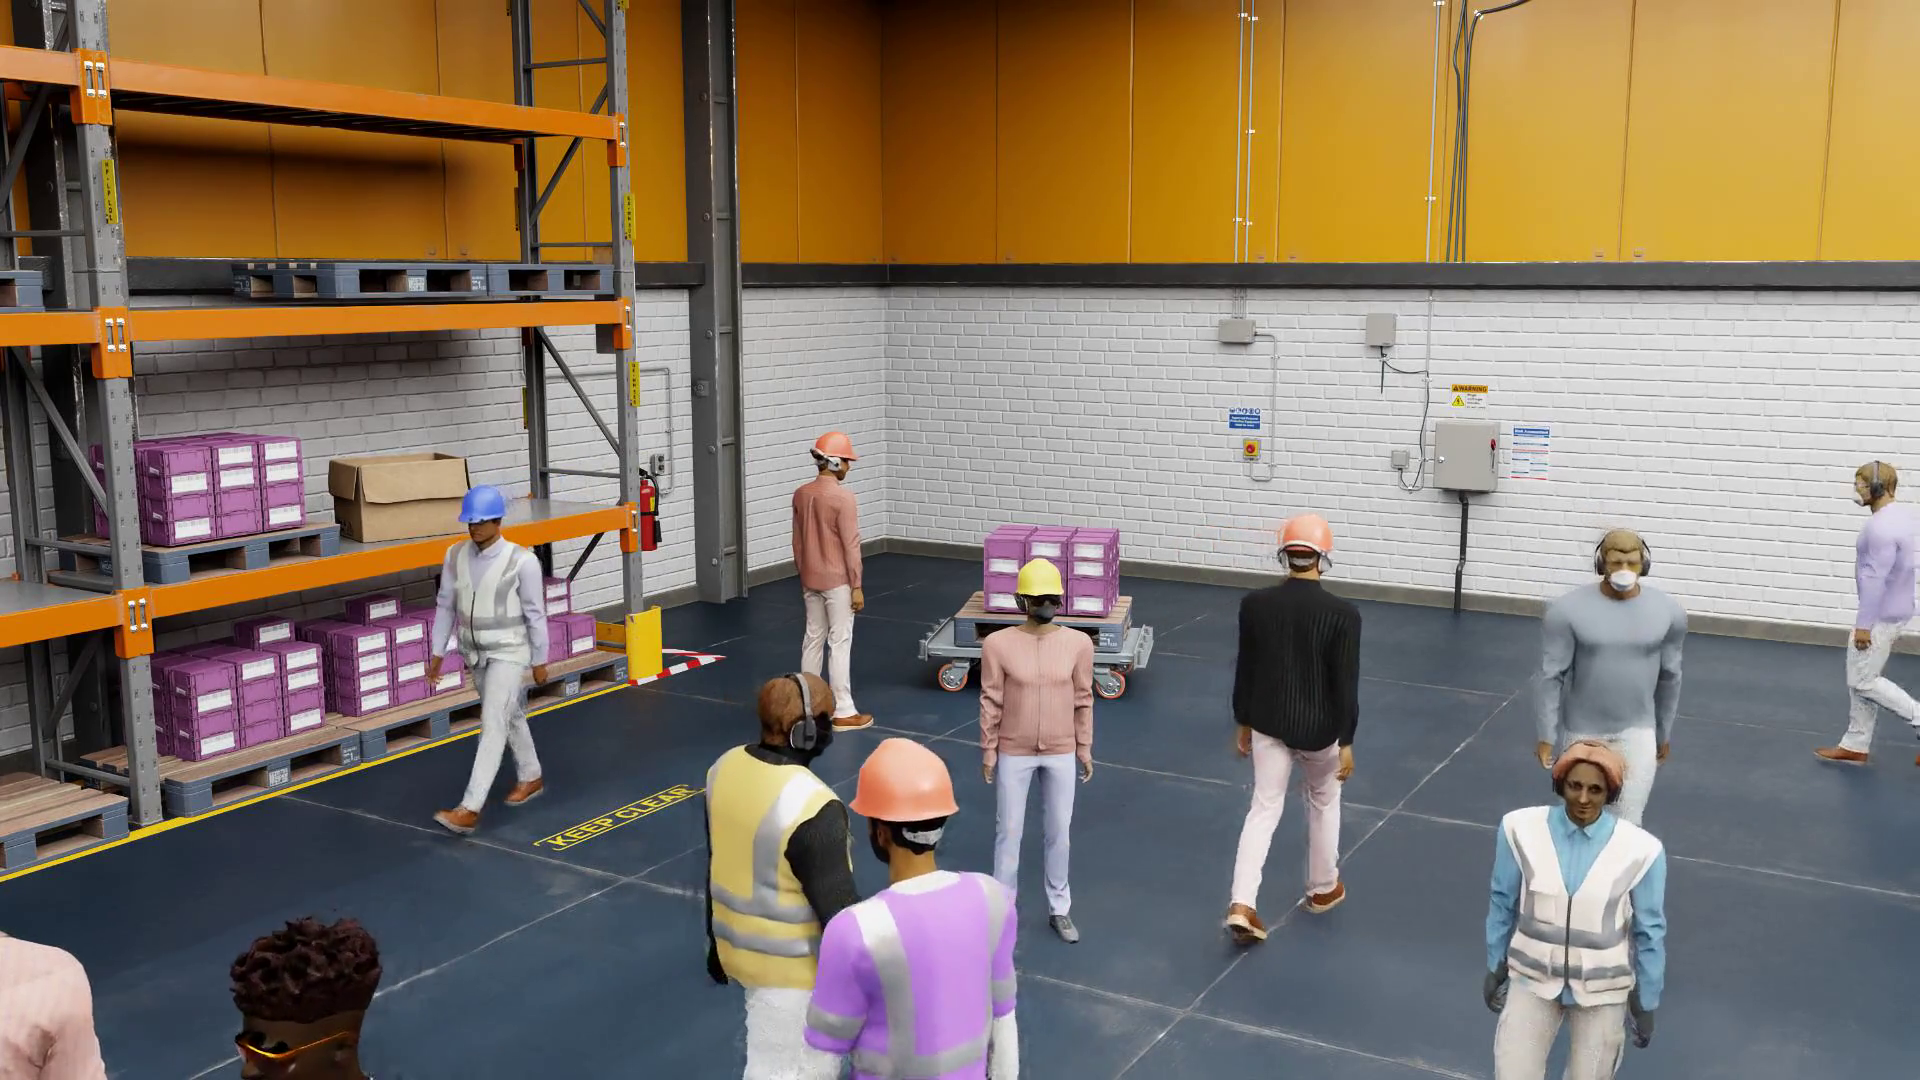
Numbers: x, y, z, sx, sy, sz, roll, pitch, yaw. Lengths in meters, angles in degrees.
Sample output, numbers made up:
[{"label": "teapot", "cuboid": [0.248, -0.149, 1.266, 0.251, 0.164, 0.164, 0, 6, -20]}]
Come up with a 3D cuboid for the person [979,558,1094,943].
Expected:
[{"label": "person", "cuboid": [0.347, 0.955, 7.504, 0.530, 1.772, 0.303, -1, 9, -8]}]

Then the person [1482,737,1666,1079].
[{"label": "person", "cuboid": [1.891, 1.402, 5.150, 0.534, 1.622, 0.372, 4, 10, 26]}]

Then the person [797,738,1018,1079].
[{"label": "person", "cuboid": [-0.172, 1.424, 4.183, 0.562, 1.885, 0.973, -8, 12, -41]}]

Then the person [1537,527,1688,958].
[{"label": "person", "cuboid": [3.010, 0.864, 7.735, 0.642, 1.893, 1.042, 2, 9, 14]}]

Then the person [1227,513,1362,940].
[{"label": "person", "cuboid": [1.515, 0.851, 7.633, 0.621, 1.950, 0.996, 5, 11, 31]}]

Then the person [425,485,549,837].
[{"label": "person", "cuboid": [-2.614, 0.636, 9.140, 0.603, 1.878, 1.036, 4, 10, 26]}]

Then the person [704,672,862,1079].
[{"label": "person", "cuboid": [-0.443, 1.297, 5.245, 0.852, 1.807, 0.666, -7, 11, -36]}]

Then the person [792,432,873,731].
[{"label": "person", "cuboid": [-0.852, 0.274, 11.083, 0.608, 1.986, 0.391, 9, 13, 44]}]

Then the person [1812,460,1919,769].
[{"label": "person", "cuboid": [5.633, 0.475, 10.048, 0.655, 1.916, 0.633, 6, 11, 31]}]

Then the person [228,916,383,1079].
[{"label": "person", "cuboid": [-1.096, 1.604, 3.034, 0.619, 1.912, 0.988, 6, 11, 33]}]

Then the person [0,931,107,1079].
[{"label": "person", "cuboid": [-2.187, 1.505, 3.653, 0.645, 1.905, 0.400, -3, 9, -16]}]
